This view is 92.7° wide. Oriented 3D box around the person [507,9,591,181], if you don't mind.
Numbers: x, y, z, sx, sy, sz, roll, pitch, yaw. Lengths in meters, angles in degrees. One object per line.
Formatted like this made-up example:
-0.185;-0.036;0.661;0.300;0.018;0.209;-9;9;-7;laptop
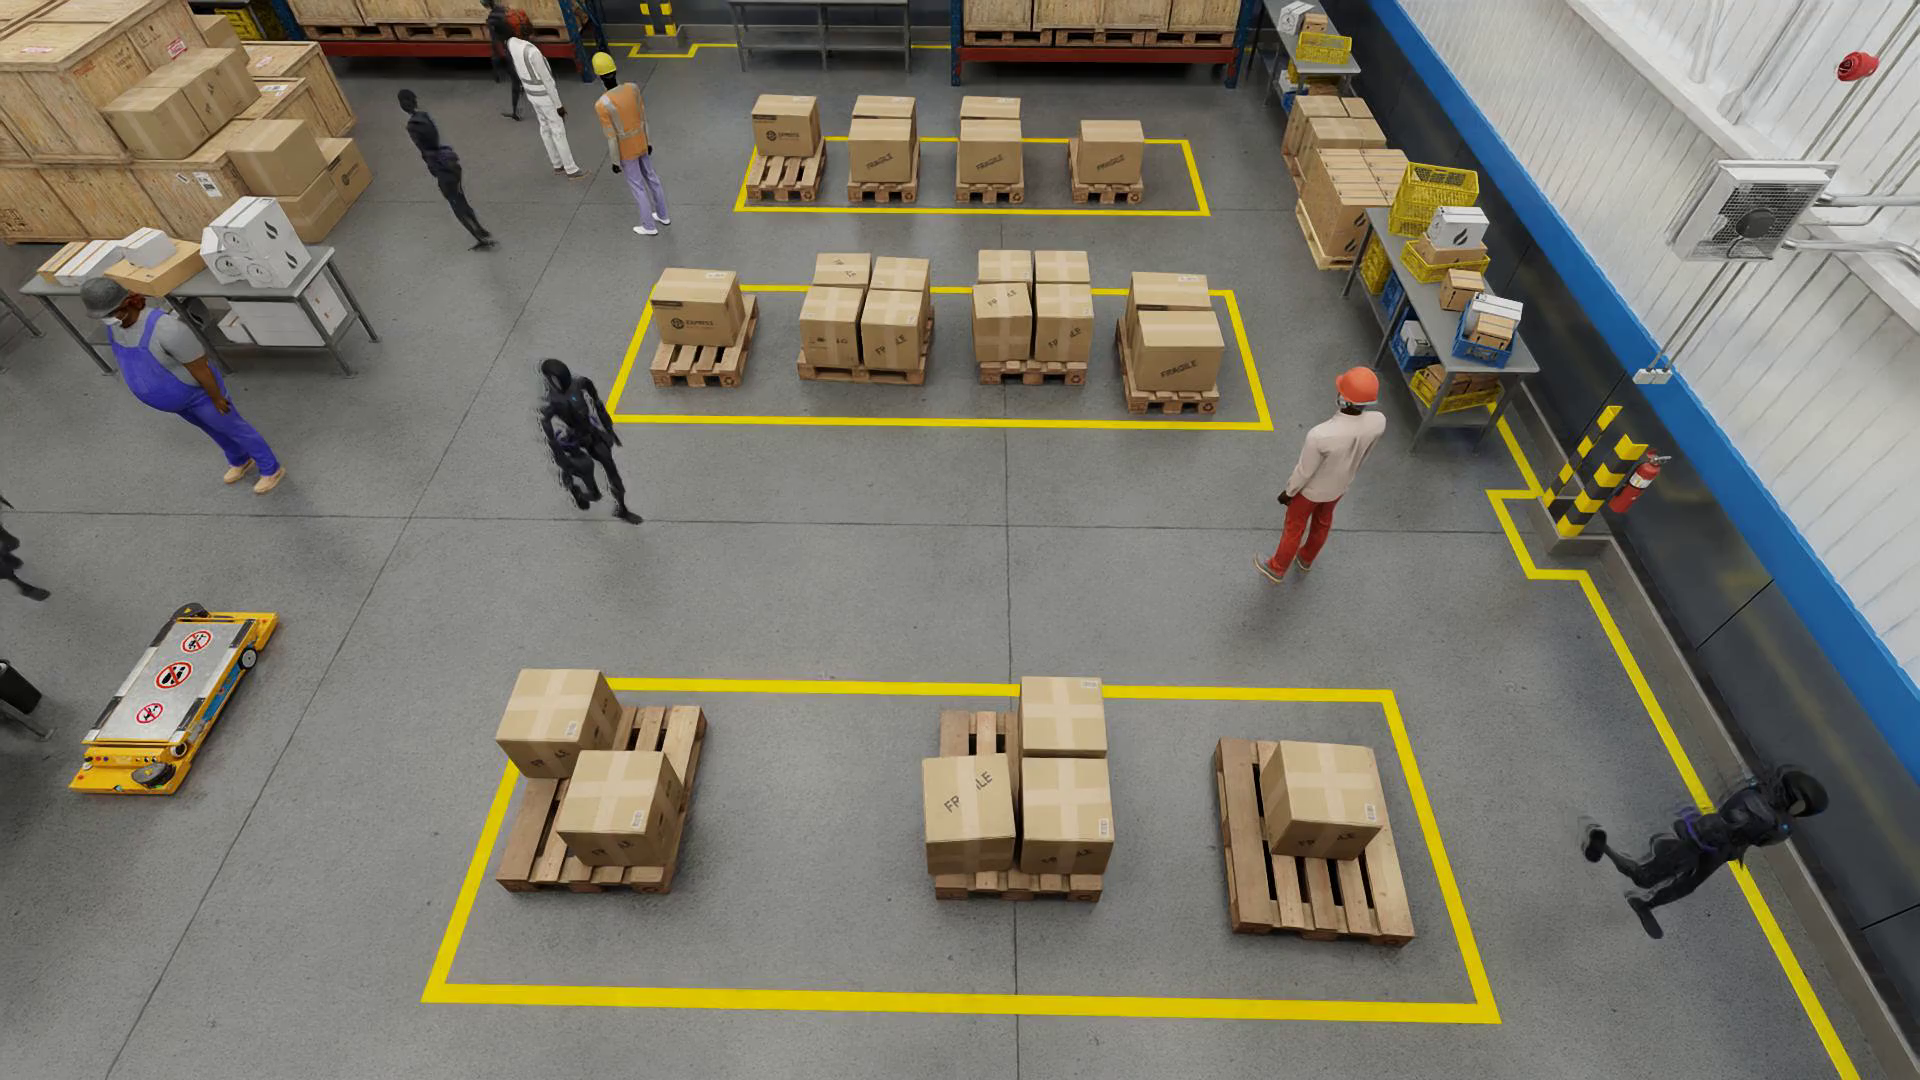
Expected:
-4.828;-5.139;10.659;0.573;1.882;0.356;31;56;23;person

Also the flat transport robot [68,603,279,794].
-5.504;1.072;6.442;0.652;0.197;1.431;1;50;1;flat transport robot

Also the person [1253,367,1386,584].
2.592;-0.424;6.596;0.607;1.995;0.376;-17;52;-14;person

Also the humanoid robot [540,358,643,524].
-2.929;-0.730;7.067;0.505;1.651;0.600;23;53;18;humanoid robot

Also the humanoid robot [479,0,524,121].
-5.709;-6.107;11.647;0.788;1.627;0.615;-6;50;-5;humanoid robot

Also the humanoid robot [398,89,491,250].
-5.511;-3.959;9.802;0.430;1.622;0.634;-5;50;-4;humanoid robot

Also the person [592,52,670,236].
-3.549;-4.210;9.845;0.379;1.923;0.587;23;54;19;person

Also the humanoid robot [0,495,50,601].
-7.364;-0.199;6.622;0.538;1.632;0.612;11;51;9;humanoid robot

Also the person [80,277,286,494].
-6.128;-1.189;7.213;0.678;2.000;0.535;14;51;12;person

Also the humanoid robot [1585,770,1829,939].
4.089;1.645;5.063;0.577;1.642;0.551;-7;50;-6;humanoid robot
